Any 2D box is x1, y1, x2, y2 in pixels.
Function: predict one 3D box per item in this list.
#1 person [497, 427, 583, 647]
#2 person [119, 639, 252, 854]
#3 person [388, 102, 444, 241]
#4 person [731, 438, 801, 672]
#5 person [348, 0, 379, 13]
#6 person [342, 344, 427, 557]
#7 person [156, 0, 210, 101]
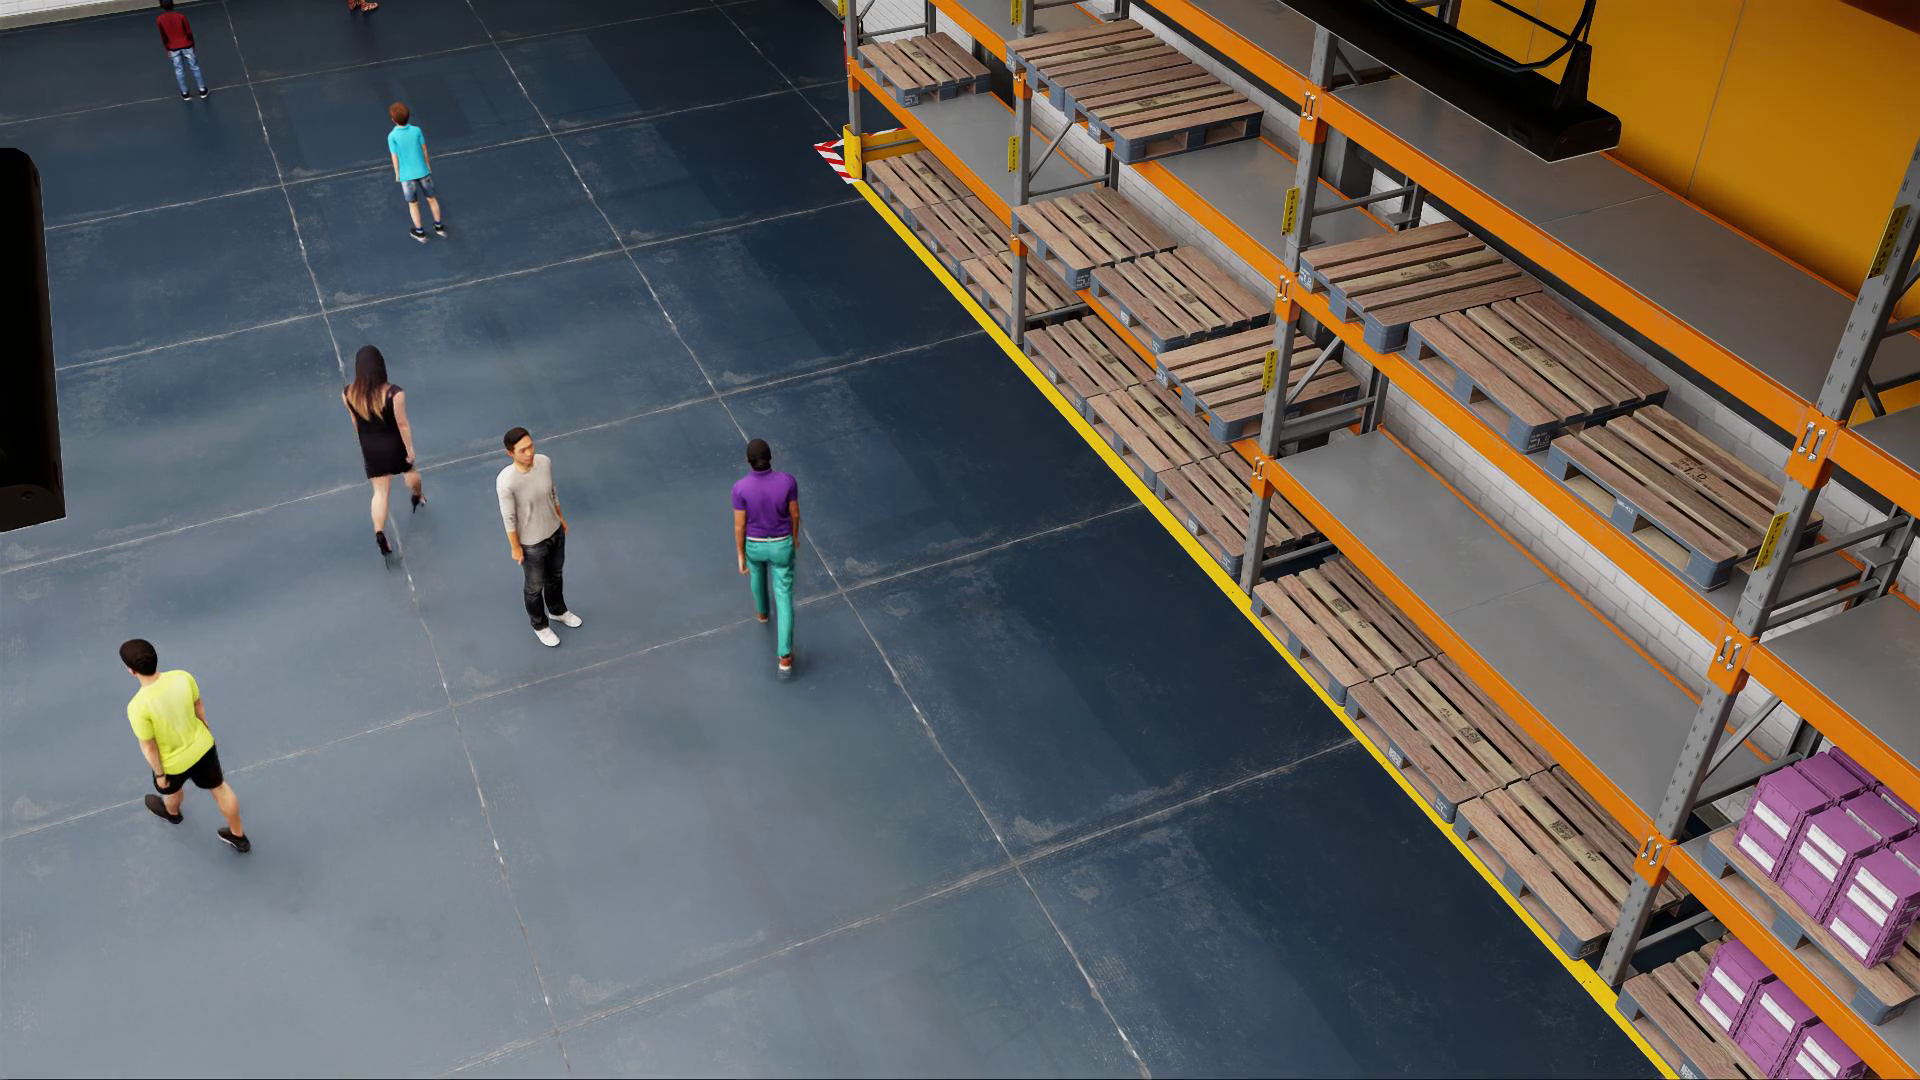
[{"bbox_3d":[-3.053,-0.055,11.978,0.733,1.812,0.736,22,44,25],"label":"person"},{"bbox_3d":[-4.787,1.327,10.360,1.143,1.670,0.986,22,44,25],"label":"person"},{"bbox_3d":[-5.557,-3.762,16.911,0.553,1.449,0.532,-24,44,-27],"label":"person"},{"bbox_3d":[-1.347,0.117,11.833,0.863,1.723,1.241,-4,39,-5],"label":"person"},{"bbox_3d":[-8.025,-7.770,21.713,0.656,1.719,0.731,16,41,19],"label":"person"},{"bbox_3d":[-4.457,-0.645,12.835,0.944,1.665,1.211,0,39,-1],"label":"person"},{"bbox_3d":[-9.227,-5.841,19.670,0.498,1.253,0.488,-14,41,-17],"label":"person"}]
